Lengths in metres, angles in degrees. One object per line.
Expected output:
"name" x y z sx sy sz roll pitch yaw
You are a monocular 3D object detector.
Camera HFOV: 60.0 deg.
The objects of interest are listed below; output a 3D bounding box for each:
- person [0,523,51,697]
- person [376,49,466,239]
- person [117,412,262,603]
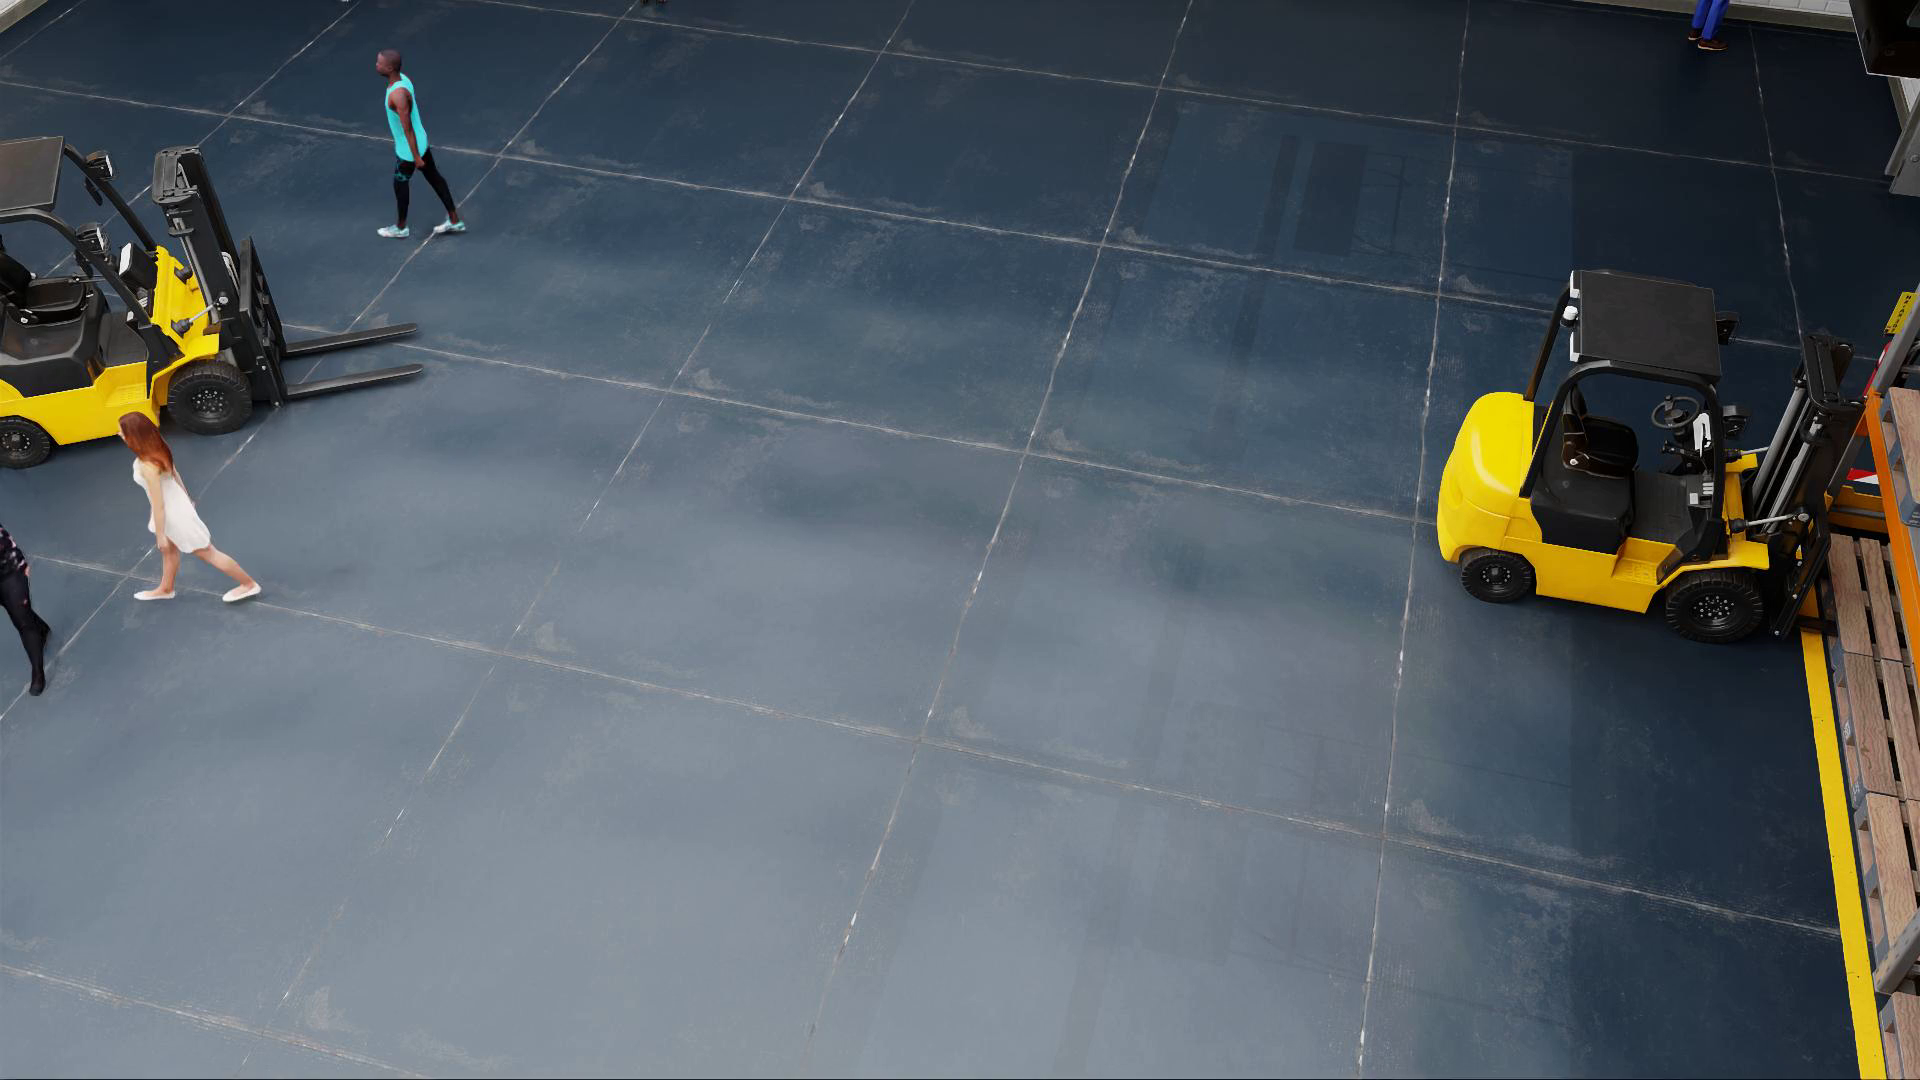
"person" -6.329 0.169 10.917 0.886 1.646 1.092 -9 44 -9
"person" -4.711 -3.460 14.629 0.923 1.780 1.026 -4 44 -5
"person" -5.233 -0.182 11.269 1.007 1.669 1.087 -11 45 -12
